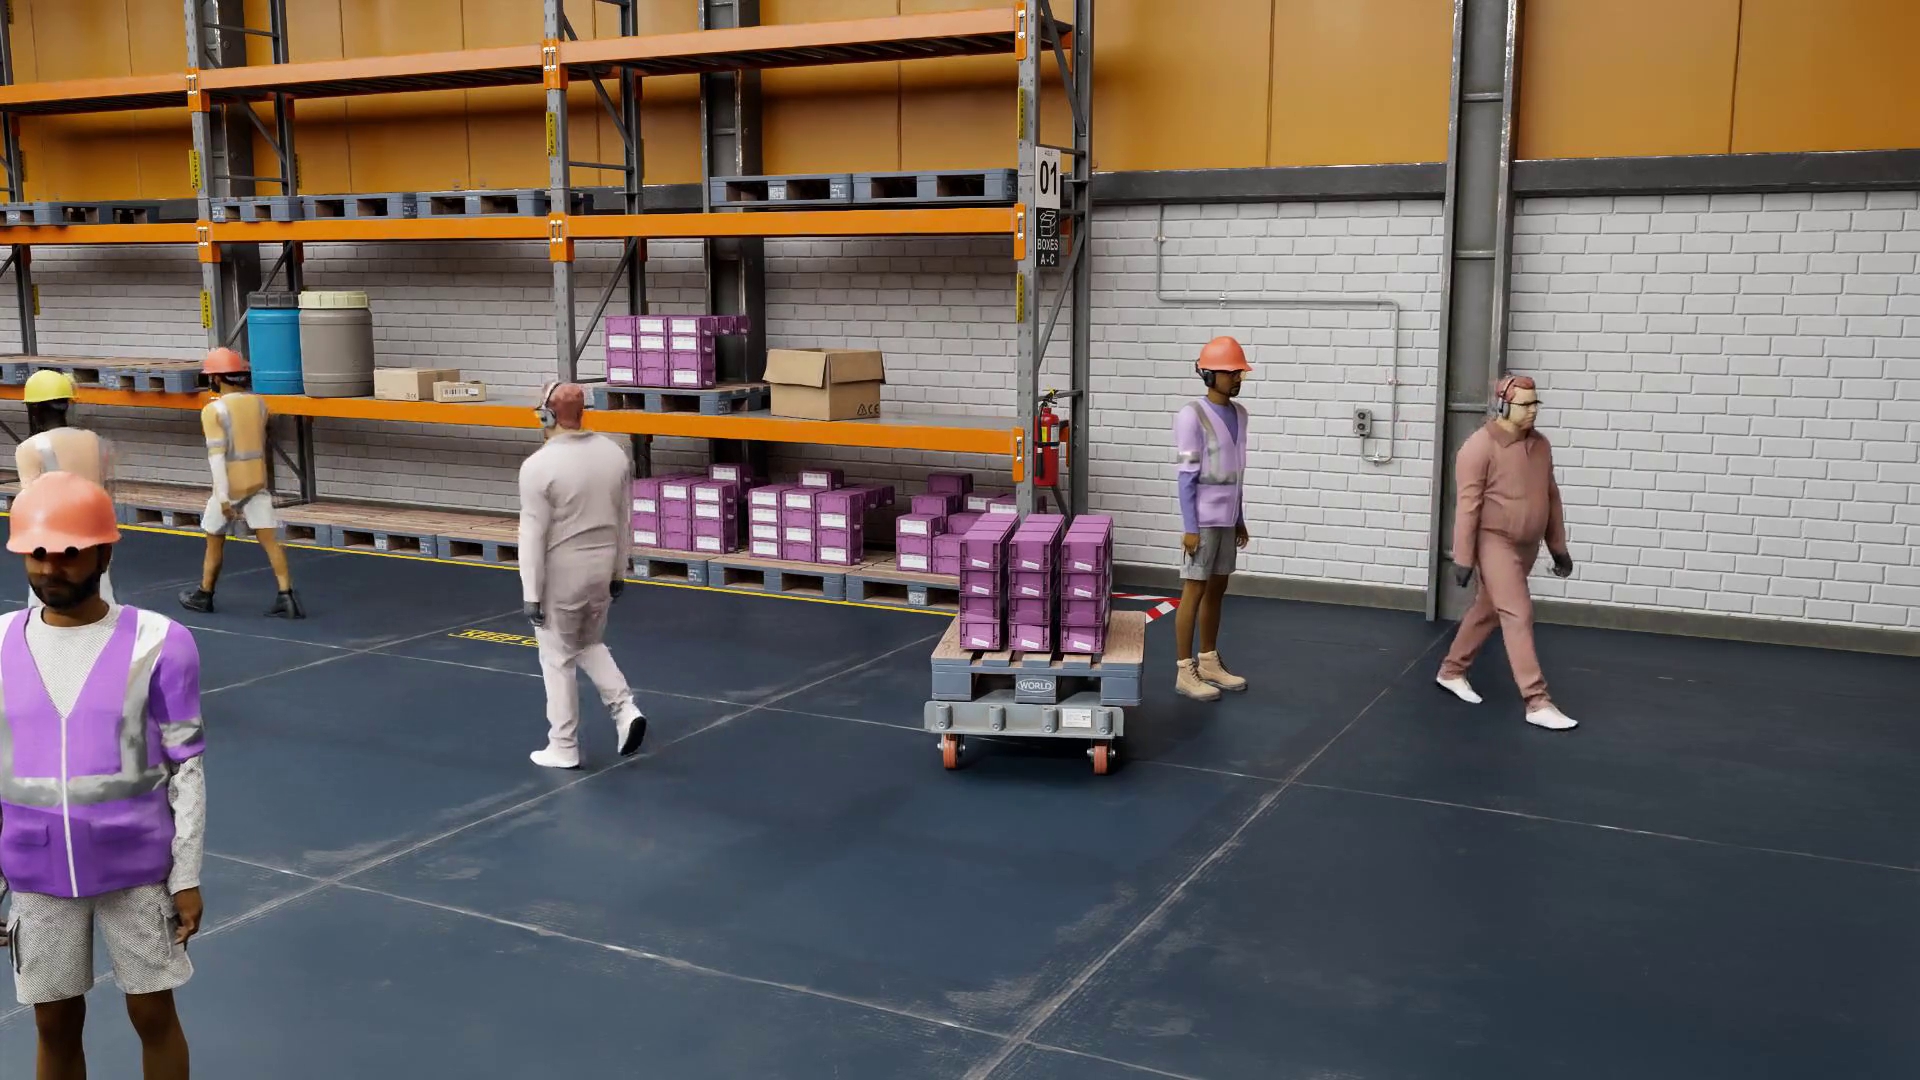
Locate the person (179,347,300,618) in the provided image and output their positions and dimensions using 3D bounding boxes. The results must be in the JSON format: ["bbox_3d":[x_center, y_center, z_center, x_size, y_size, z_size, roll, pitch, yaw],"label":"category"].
[{"bbox_3d":[-5.028,-0.388,11.551,1.011,1.887,0.550,5,10,28],"label":"person"}]

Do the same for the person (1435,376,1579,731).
[{"bbox_3d":[2.964,0.041,8.985,0.658,1.862,0.997,-7,11,-36],"label":"person"}]

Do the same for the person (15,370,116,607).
[{"bbox_3d":[-4.904,0.010,9.105,1.008,1.868,0.612,3,10,20],"label":"person"}]

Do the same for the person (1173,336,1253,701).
[{"bbox_3d":[1.454,-0.127,9.421,0.389,2.045,0.606,8,12,41],"label":"person"}]

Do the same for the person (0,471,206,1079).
[{"bbox_3d":[-2.121,0.794,4.056,0.545,1.942,0.349,-2,9,-12],"label":"person"}]

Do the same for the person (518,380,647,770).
[{"bbox_3d":[-1.842,0.183,7.959,0.517,1.894,0.662,6,11,33],"label":"person"}]
